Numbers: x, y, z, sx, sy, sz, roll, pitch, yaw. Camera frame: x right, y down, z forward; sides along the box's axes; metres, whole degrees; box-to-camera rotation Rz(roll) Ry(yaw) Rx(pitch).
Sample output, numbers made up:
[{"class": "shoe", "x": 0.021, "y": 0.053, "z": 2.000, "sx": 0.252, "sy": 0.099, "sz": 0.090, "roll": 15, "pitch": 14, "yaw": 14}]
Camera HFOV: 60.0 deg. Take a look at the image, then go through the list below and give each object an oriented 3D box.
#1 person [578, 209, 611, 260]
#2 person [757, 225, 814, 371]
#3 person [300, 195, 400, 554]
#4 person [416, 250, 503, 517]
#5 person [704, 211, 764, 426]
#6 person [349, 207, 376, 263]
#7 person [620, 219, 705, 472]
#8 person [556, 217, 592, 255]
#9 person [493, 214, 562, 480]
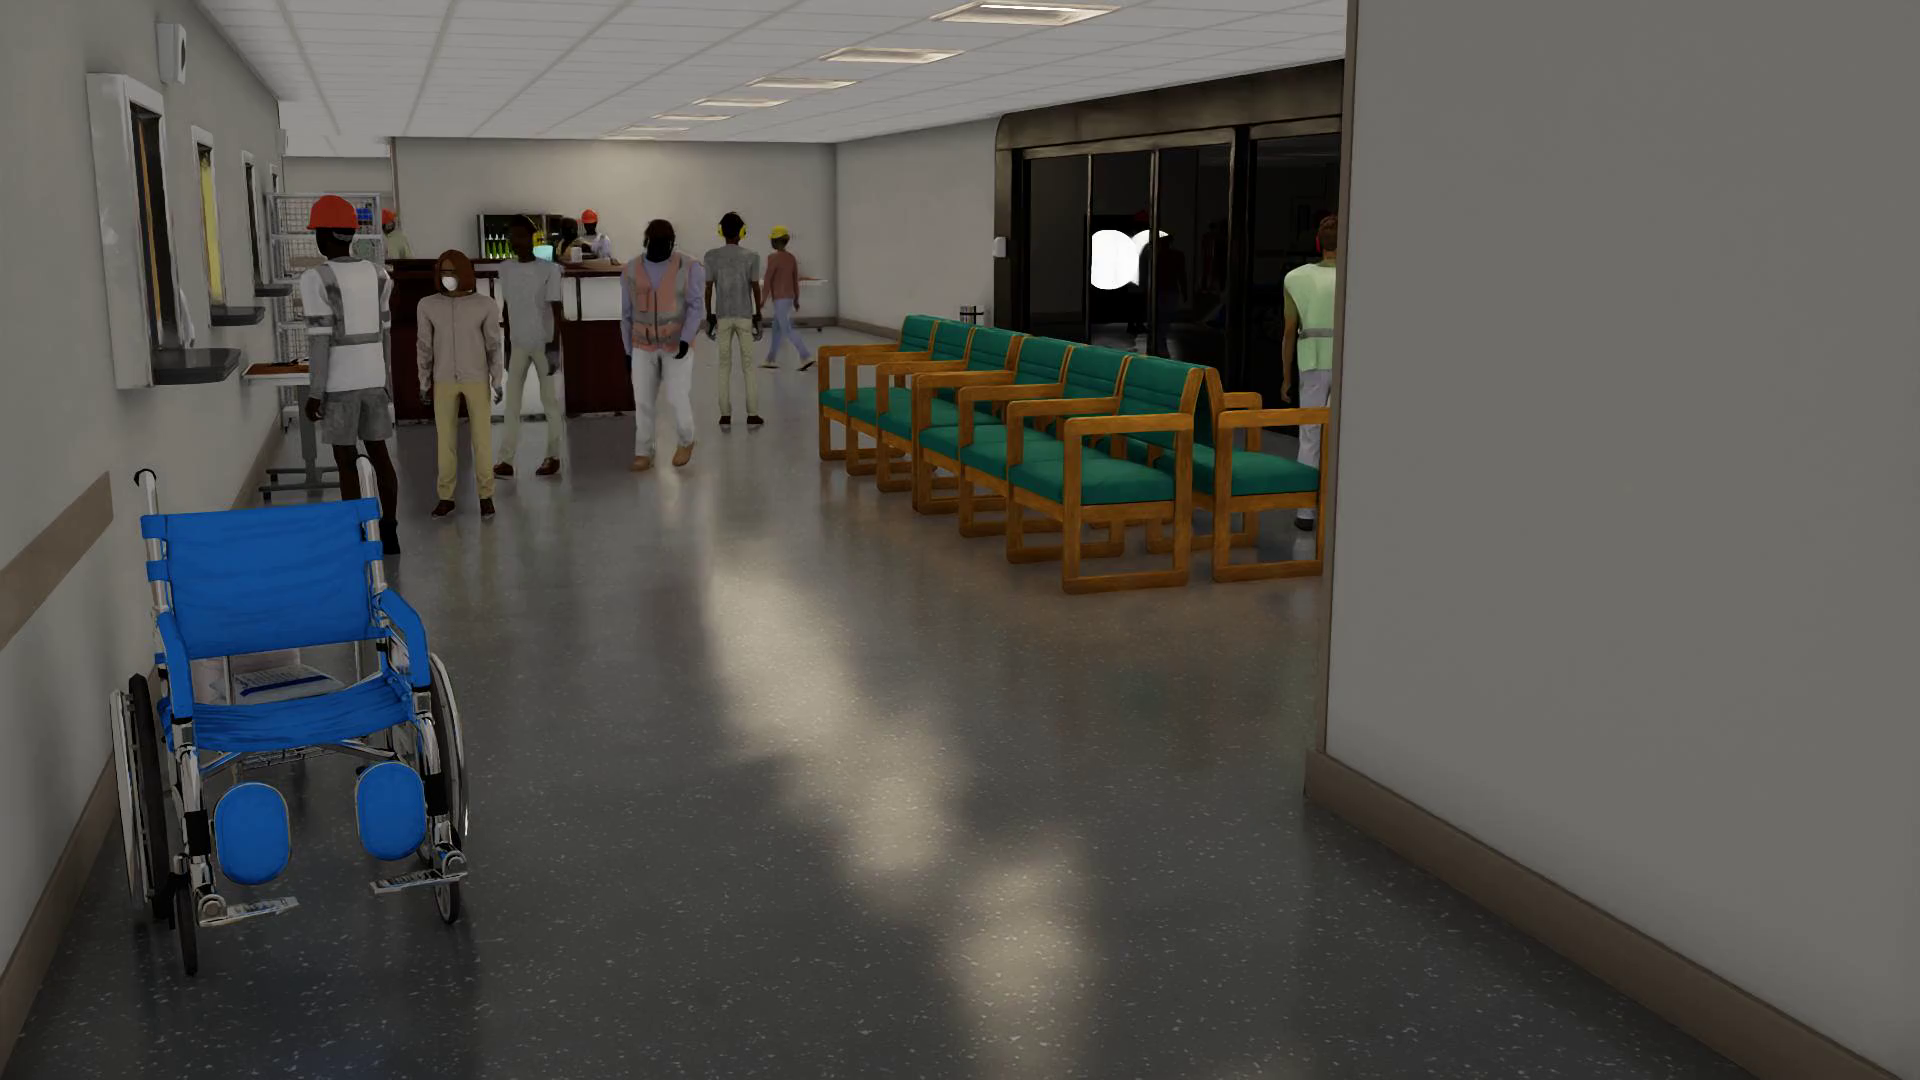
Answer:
[{"class": "person", "x": -5.193, "y": -3.692, "z": 23.483, "sx": 0.545, "sy": 1.929, "sz": 0.390, "roll": 2, "pitch": 11, "yaw": 11}, {"class": "person", "x": -2.098, "y": -2.894, "z": 19.904, "sx": 0.874, "sy": 1.726, "sz": 0.523, "roll": 5, "pitch": 12, "yaw": 25}, {"class": "person", "x": -3.262, "y": -0.846, "z": 8.850, "sx": 0.370, "sy": 1.939, "sz": 0.543, "roll": 6, "pitch": 13, "yaw": 29}, {"class": "person", "x": -3.050, "y": -0.950, "z": 10.169, "sx": 0.507, "sy": 1.631, "sz": 0.275, "roll": -1, "pitch": 11, "yaw": -7}, {"class": "person", "x": -1.982, "y": -1.927, "z": 14.574, "sx": 0.513, "sy": 1.872, "sz": 0.331, "roll": 0, "pitch": 11, "yaw": 0}, {"class": "person", "x": -8.008, "y": -3.484, "z": 22.369, "sx": 0.407, "sy": 1.942, "sz": 0.615, "roll": -7, "pitch": 13, "yaw": -33}, {"class": "person", "x": -2.139, "y": -1.391, "z": 11.959, "sx": 0.630, "sy": 1.814, "sz": 0.534, "roll": 1, "pitch": 11, "yaw": 5}, {"class": "person", "x": -4.962, "y": -3.253, "z": 21.516, "sx": 0.626, "sy": 1.828, "sz": 0.569, "roll": 10, "pitch": 15, "yaw": 42}, {"class": "person", "x": -3.025, "y": -1.313, "z": 11.515, "sx": 0.550, "sy": 1.830, "sz": 0.900, "roll": 3, "pitch": 11, "yaw": 15}]
